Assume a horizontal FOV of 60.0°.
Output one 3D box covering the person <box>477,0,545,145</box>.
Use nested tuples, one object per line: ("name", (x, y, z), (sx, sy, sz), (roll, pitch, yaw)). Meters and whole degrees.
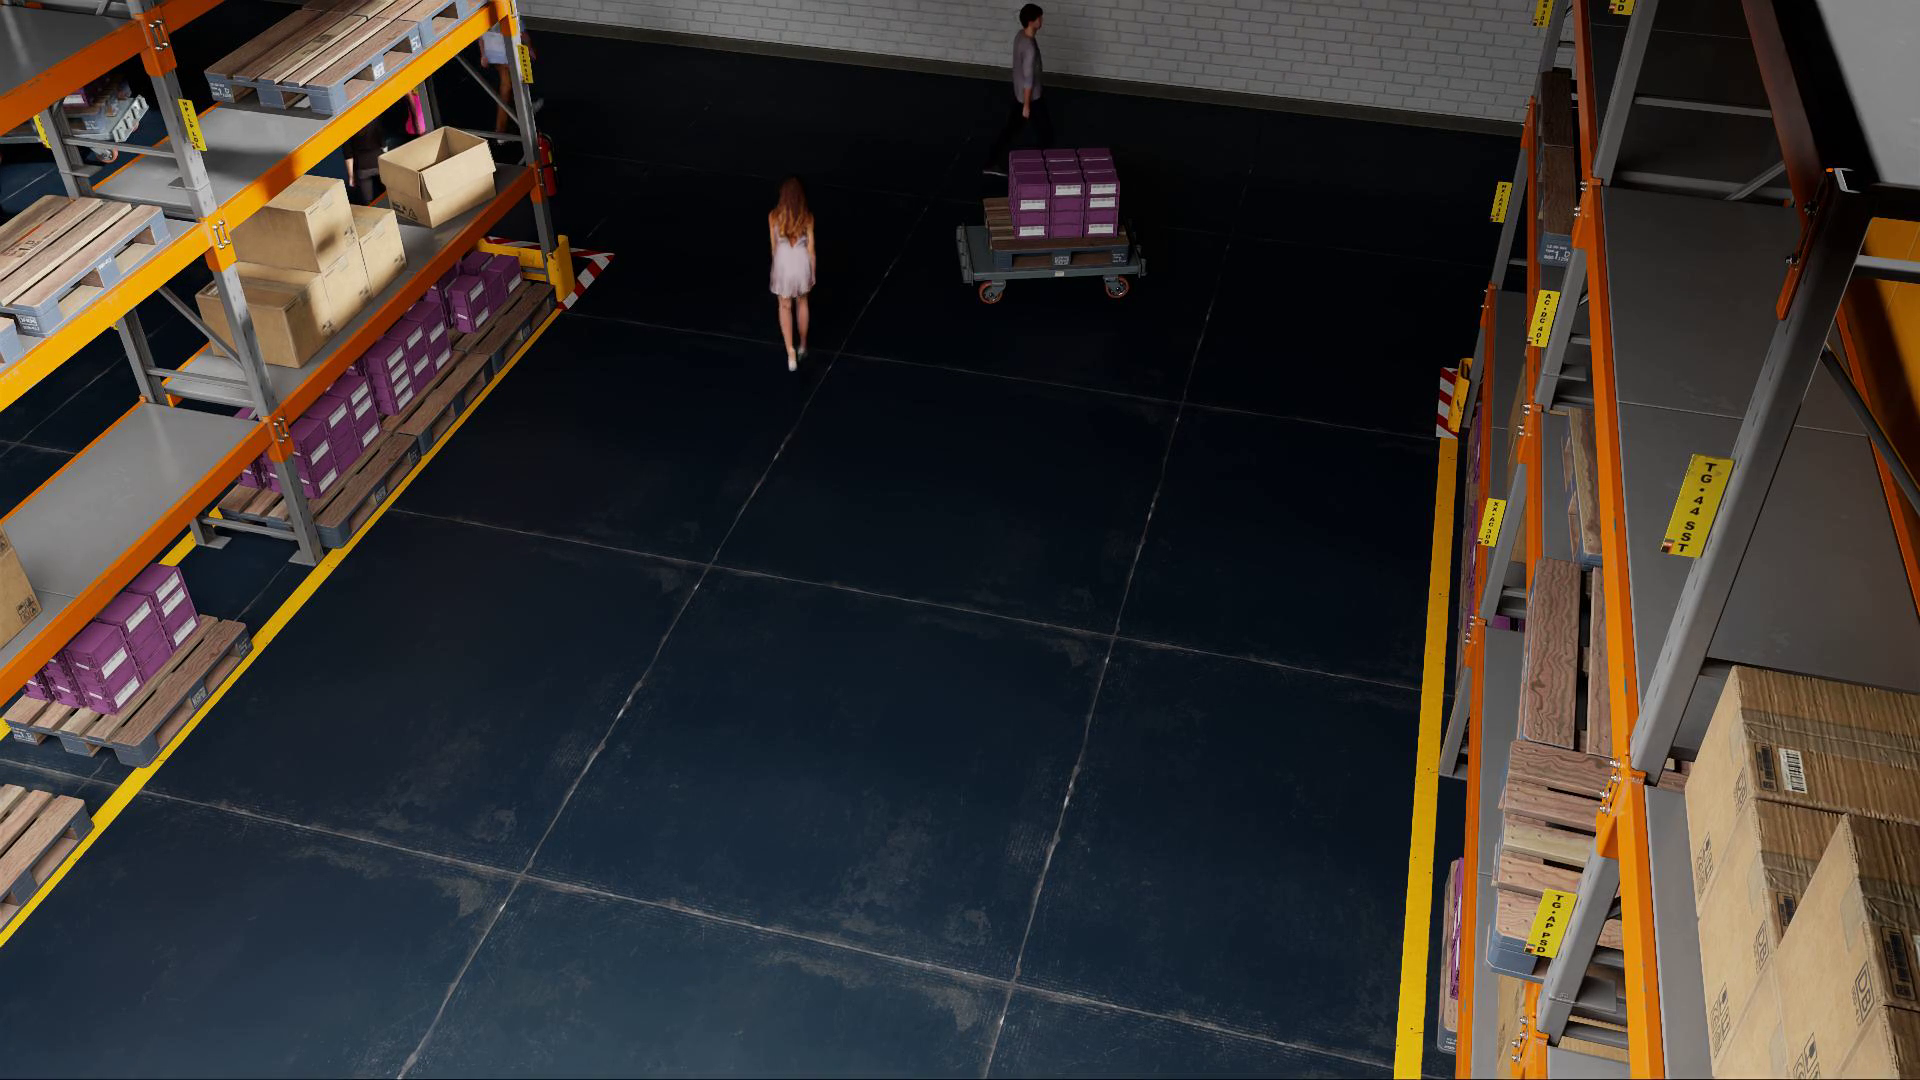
("person", (-4.763, -4.986, 17.193), (0.864, 1.778, 1.228), (18, 42, 21))

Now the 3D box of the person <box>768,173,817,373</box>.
("person", (-1.375, -2.129, 13.638), (0.730, 1.750, 0.968), (0, 39, 0))

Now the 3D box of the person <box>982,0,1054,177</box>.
("person", (0.577, -4.367, 16.401), (1.065, 1.798, 1.205), (-6, 39, -7))
